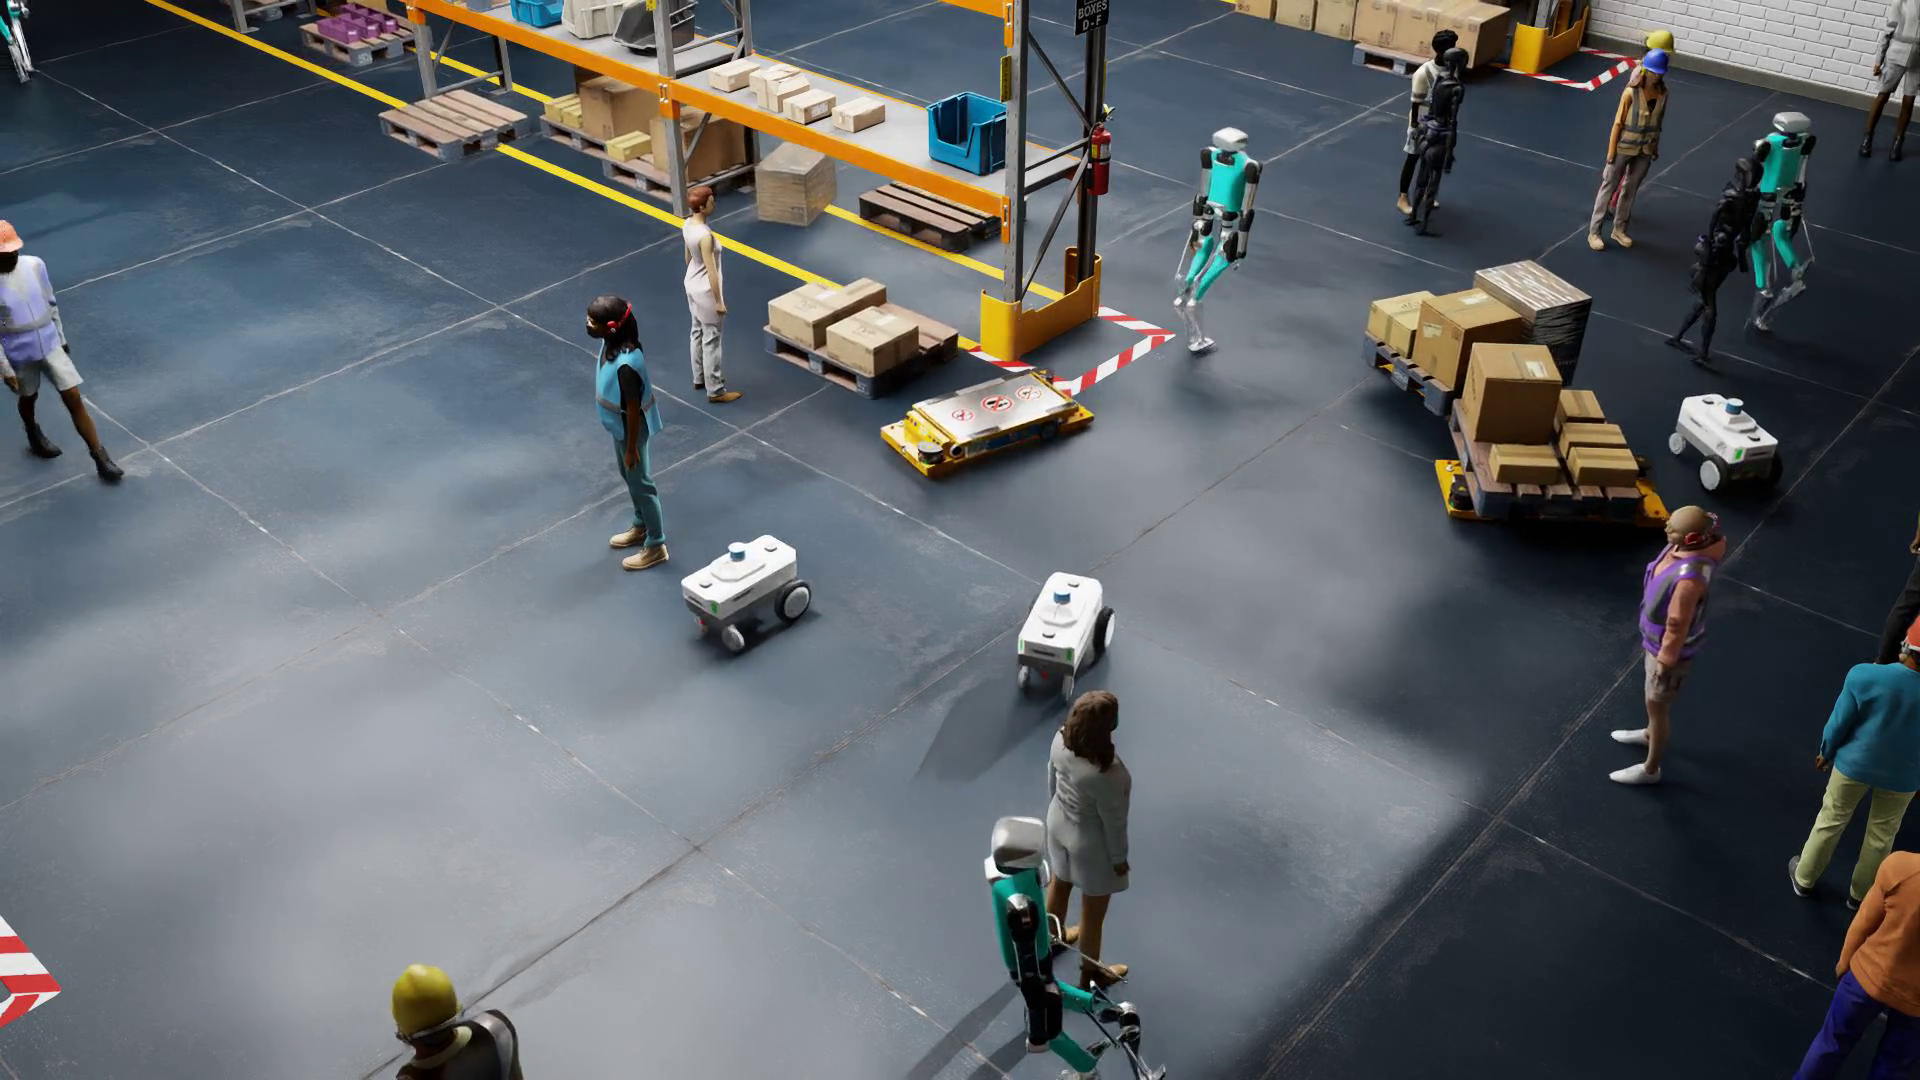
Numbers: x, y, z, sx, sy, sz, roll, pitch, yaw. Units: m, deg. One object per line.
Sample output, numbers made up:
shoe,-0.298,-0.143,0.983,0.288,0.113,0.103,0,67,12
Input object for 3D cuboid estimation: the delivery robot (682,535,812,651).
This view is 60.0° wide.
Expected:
delivery robot,-1.305,0.282,10.158,0.522,0.604,0.776,28,43,34

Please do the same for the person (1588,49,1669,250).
person,5.820,-3.364,14.355,0.481,1.776,0.321,-7,35,-11

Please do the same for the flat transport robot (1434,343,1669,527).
flat transport robot,4.021,-0.365,11.340,1.431,0.231,0.659,3,35,4

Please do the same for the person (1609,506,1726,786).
person,3.726,0.539,8.789,0.362,1.681,0.481,10,36,14

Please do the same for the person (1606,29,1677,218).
person,6.093,-3.674,14.824,0.440,1.752,0.533,24,41,30

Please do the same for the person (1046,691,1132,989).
person,0.595,1.356,7.619,0.342,1.659,0.485,-22,40,-28

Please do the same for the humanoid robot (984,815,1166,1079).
humanoid robot,0.571,1.835,6.884,0.954,1.769,0.556,-3,35,-5

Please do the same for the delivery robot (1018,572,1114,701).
delivery robot,0.602,0.518,9.819,0.499,0.608,0.786,11,36,16

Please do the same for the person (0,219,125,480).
person,-6.284,-1.303,11.276,1.021,1.883,0.559,21,40,28

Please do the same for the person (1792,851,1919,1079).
person,3.832,1.784,6.735,0.515,1.972,0.404,23,41,30

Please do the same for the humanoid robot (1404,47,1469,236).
humanoid robot,4.213,-3.527,14.672,0.306,1.656,0.613,-3,35,-5

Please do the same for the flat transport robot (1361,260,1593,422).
flat transport robot,3.765,-1.205,12.556,0.659,0.231,1.431,-14,37,-19

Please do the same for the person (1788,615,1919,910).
person,4.414,1.056,7.972,0.562,1.751,0.327,15,37,20

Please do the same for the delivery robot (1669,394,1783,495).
delivery robot,5.327,-0.682,11.563,0.499,0.614,0.812,-8,35,-12

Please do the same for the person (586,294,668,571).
person,-2.072,-0.677,10.393,0.396,1.862,0.495,-14,37,-19

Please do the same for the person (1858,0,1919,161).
person,9.147,-4.636,16.076,0.546,1.923,0.386,15,37,20

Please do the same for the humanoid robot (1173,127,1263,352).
humanoid robot,1.858,-2.209,12.725,0.530,1.774,0.790,30,44,36

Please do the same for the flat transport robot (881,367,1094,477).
flat transport robot,0.205,-0.871,12.072,1.431,0.231,0.659,-19,39,-26

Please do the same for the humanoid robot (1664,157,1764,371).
humanoid robot,5.821,-2.124,12.664,0.600,1.643,0.594,-22,40,-28

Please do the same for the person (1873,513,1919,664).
person,5.564,0.080,9.313,0.348,1.839,0.504,-11,36,-16

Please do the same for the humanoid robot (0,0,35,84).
humanoid robot,-10.314,-5.755,17.840,0.576,1.738,0.965,-19,39,-25

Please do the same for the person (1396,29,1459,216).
person,4.250,-3.782,15.036,0.534,1.693,0.319,-21,40,-27

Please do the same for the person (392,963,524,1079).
person,-1.846,2.265,6.169,0.403,1.814,0.605,21,40,27

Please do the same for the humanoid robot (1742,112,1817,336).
humanoid robot,6.420,-2.333,12.982,0.539,1.872,0.763,-11,36,-15

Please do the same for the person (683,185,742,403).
person,-1.859,-1.806,12.199,0.269,1.659,0.461,-18,39,-24
